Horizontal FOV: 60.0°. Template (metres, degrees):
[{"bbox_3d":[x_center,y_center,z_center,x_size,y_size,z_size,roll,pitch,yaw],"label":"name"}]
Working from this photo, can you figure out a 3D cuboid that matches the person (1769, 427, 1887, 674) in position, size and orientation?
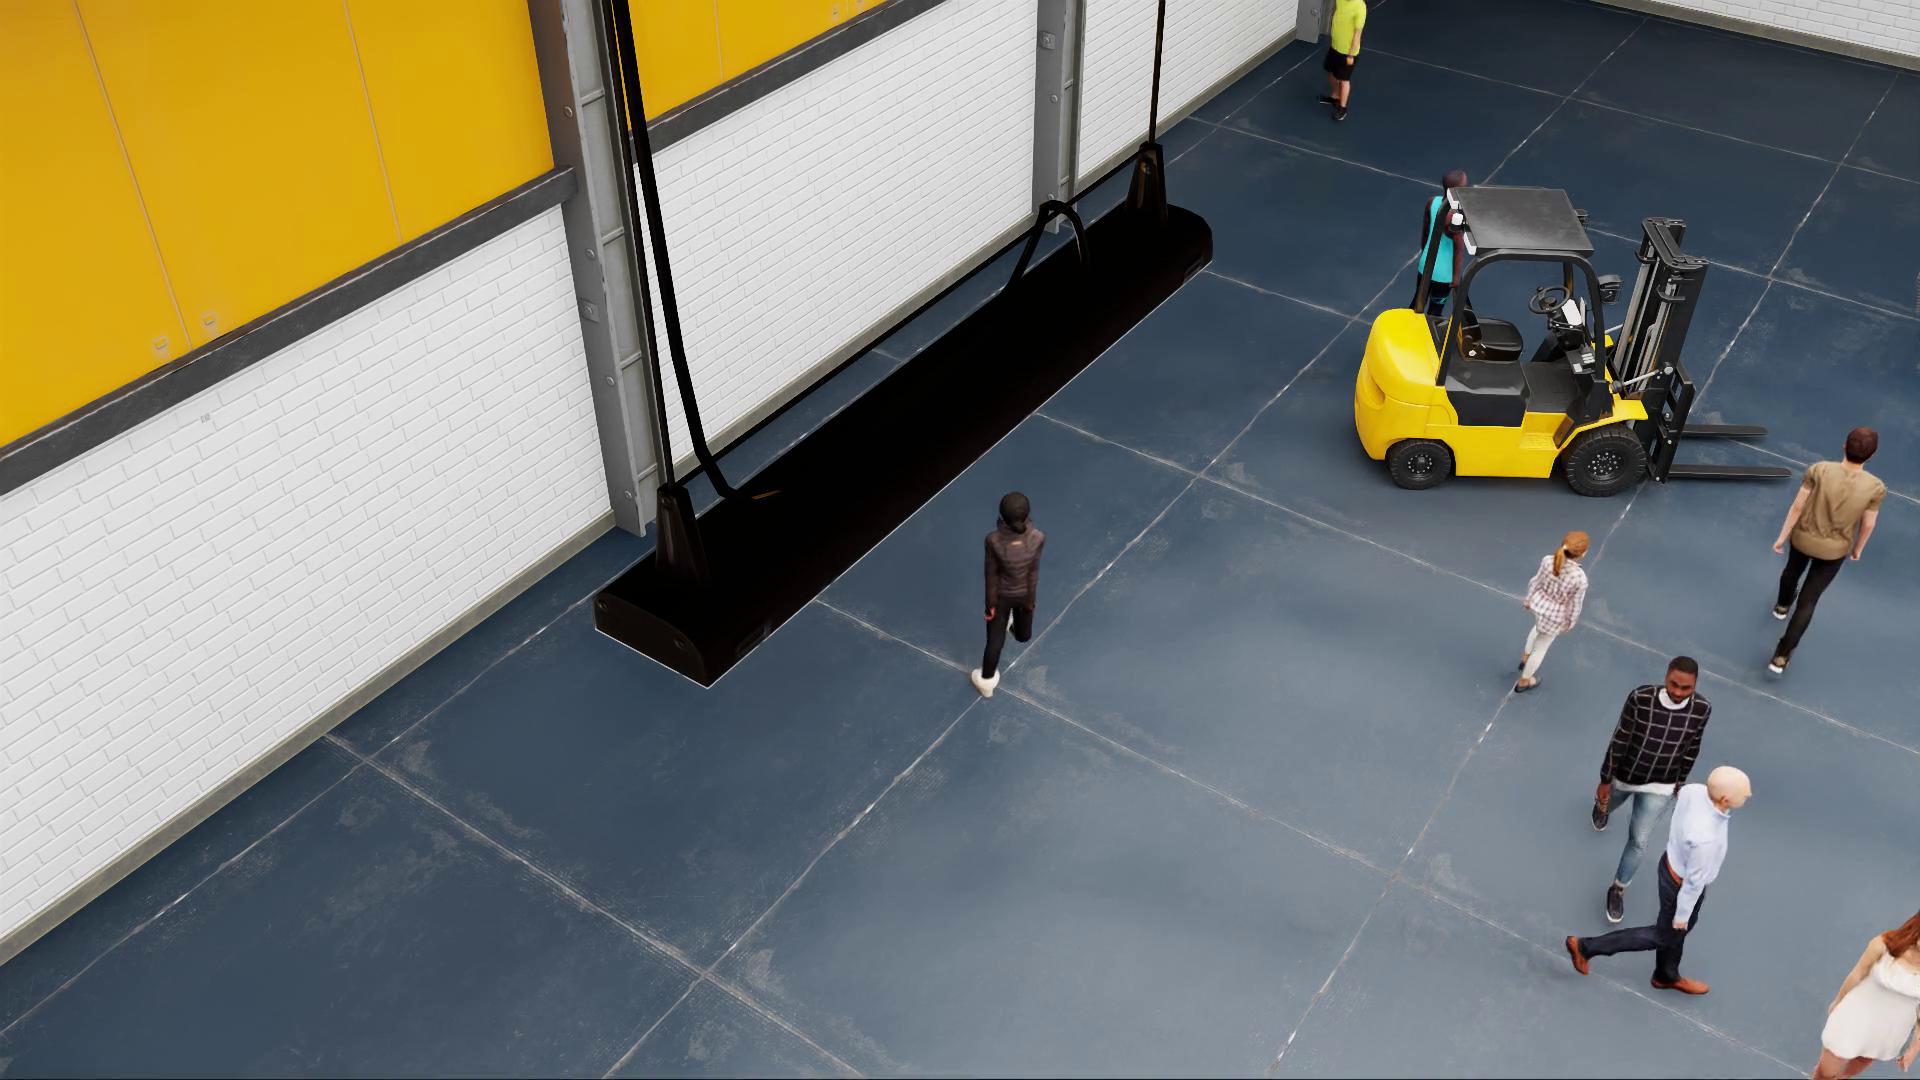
[{"bbox_3d":[5.838,0.094,11.329,0.669,1.804,1.218,23,44,26],"label":"person"}]

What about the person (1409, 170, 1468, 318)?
[{"bbox_3d":[4.122,-2.367,14.405,0.671,1.810,0.693,-20,43,-23],"label":"person"}]

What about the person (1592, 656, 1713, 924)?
[{"bbox_3d":[4.009,1.315,9.812,0.892,1.790,1.273,12,40,14],"label":"person"}]

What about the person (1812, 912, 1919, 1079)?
[{"bbox_3d":[4.728,2.385,8.550,0.578,1.691,0.756,22,43,25],"label":"person"}]

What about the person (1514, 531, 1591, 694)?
[{"bbox_3d":[3.954,0.494,11.240,0.674,1.289,0.614,-24,45,-27],"label":"person"}]

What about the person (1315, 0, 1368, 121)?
[{"bbox_3d":[4.276,-5.505,18.448,0.841,1.667,0.880,-8,39,-10],"label":"person"}]

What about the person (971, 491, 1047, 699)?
[{"bbox_3d":[0.316,0.282,11.216,0.975,1.651,0.917,18,42,21],"label":"person"}]

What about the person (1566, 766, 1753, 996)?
[{"bbox_3d":[3.871,1.876,9.125,0.939,1.769,1.104,9,40,12],"label":"person"}]
